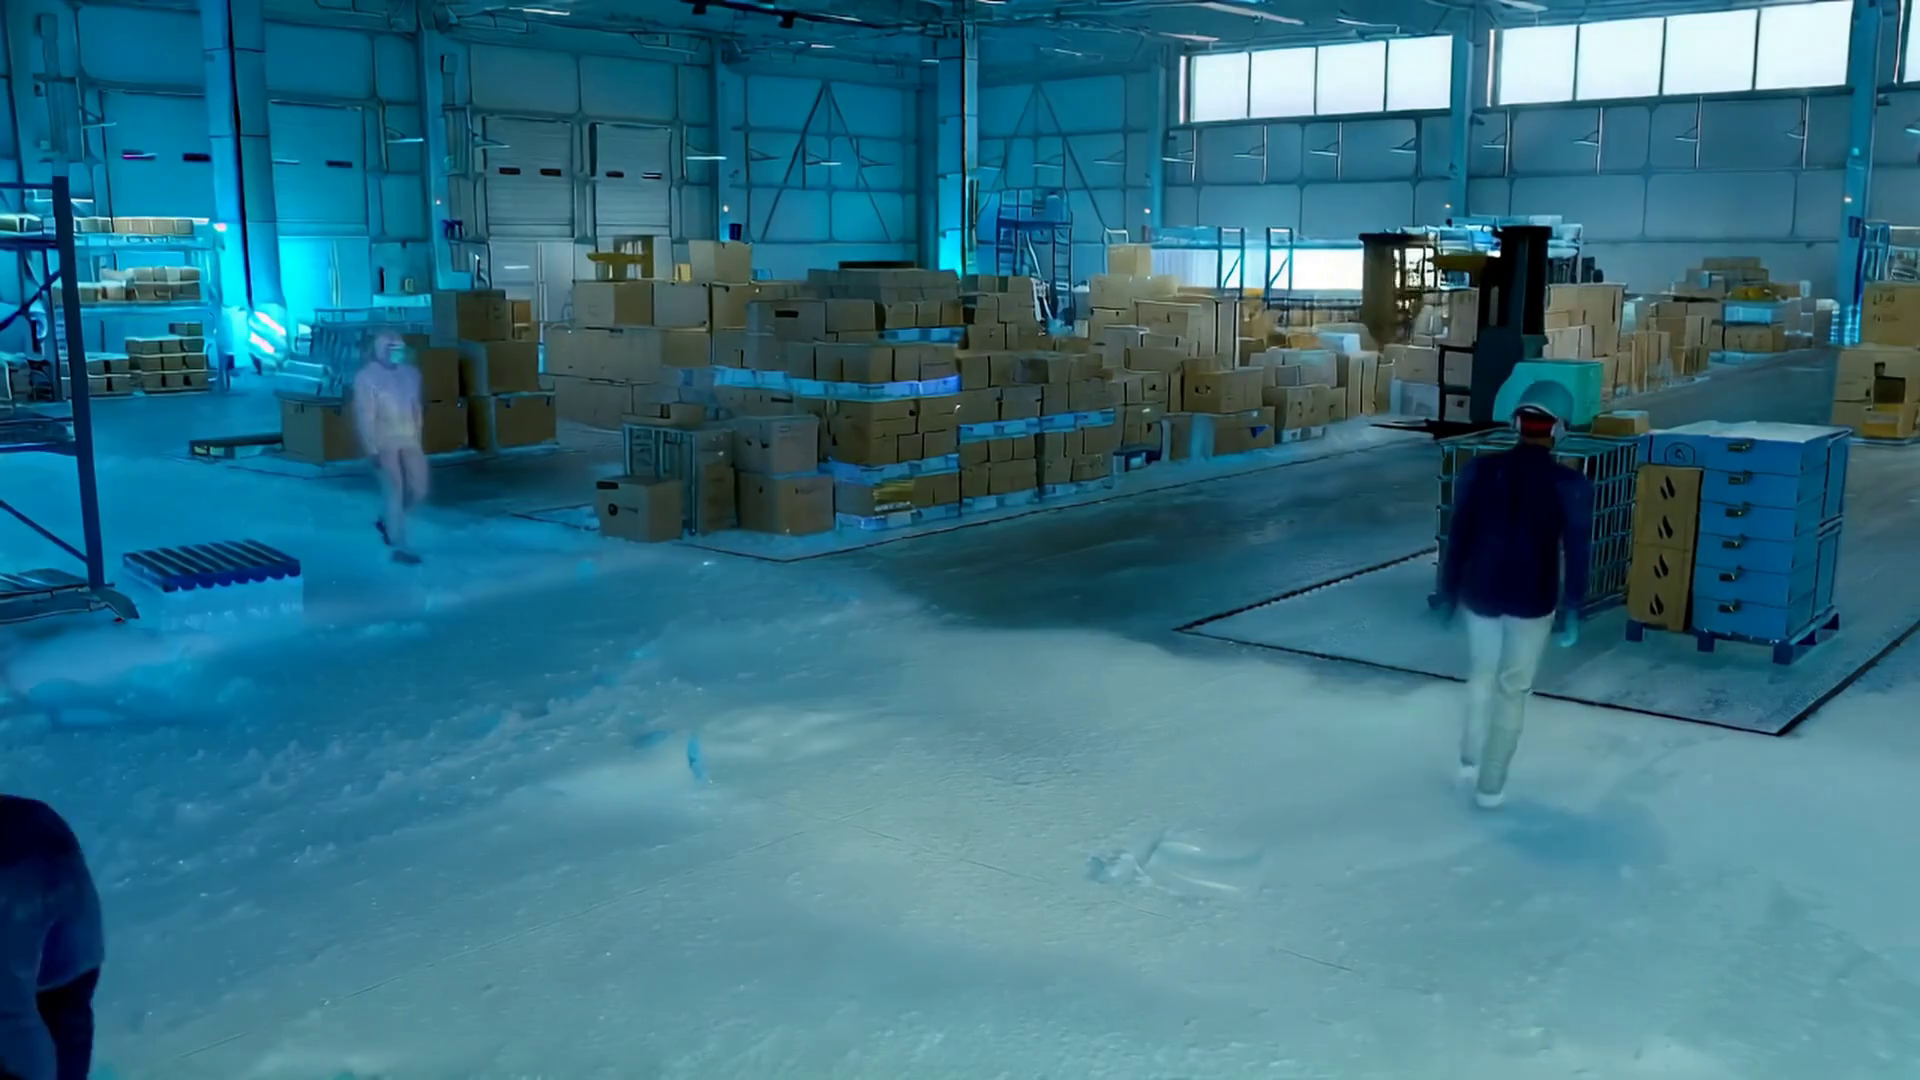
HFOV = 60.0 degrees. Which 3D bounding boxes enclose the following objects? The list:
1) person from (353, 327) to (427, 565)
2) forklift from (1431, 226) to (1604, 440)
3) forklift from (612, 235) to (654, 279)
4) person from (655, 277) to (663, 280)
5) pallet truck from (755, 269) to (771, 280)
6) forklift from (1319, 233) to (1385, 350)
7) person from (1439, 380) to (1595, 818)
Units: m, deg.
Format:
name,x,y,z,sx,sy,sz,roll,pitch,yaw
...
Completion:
name,x,y,z,sx,sy,sz,roll,pitch,yaw
person,-4.616,-0.764,13.466,0.530,1.923,0.632,7,12,36
forklift,7.339,-2.688,21.696,1.873,2.768,1.129,8,13,40
forklift,-7.300,-5.450,37.421,1.873,2.768,1.129,8,13,40
person,-6.496,-4.724,36.020,0.636,1.928,0.380,-4,11,-23
pallet truck,-4.996,-6.432,45.525,1.885,1.965,0.823,-6,12,-32
forklift,8.031,-4.593,32.543,1.873,2.768,1.129,1,10,7
person,2.507,0.265,7.479,0.631,1.962,0.568,7,12,37
